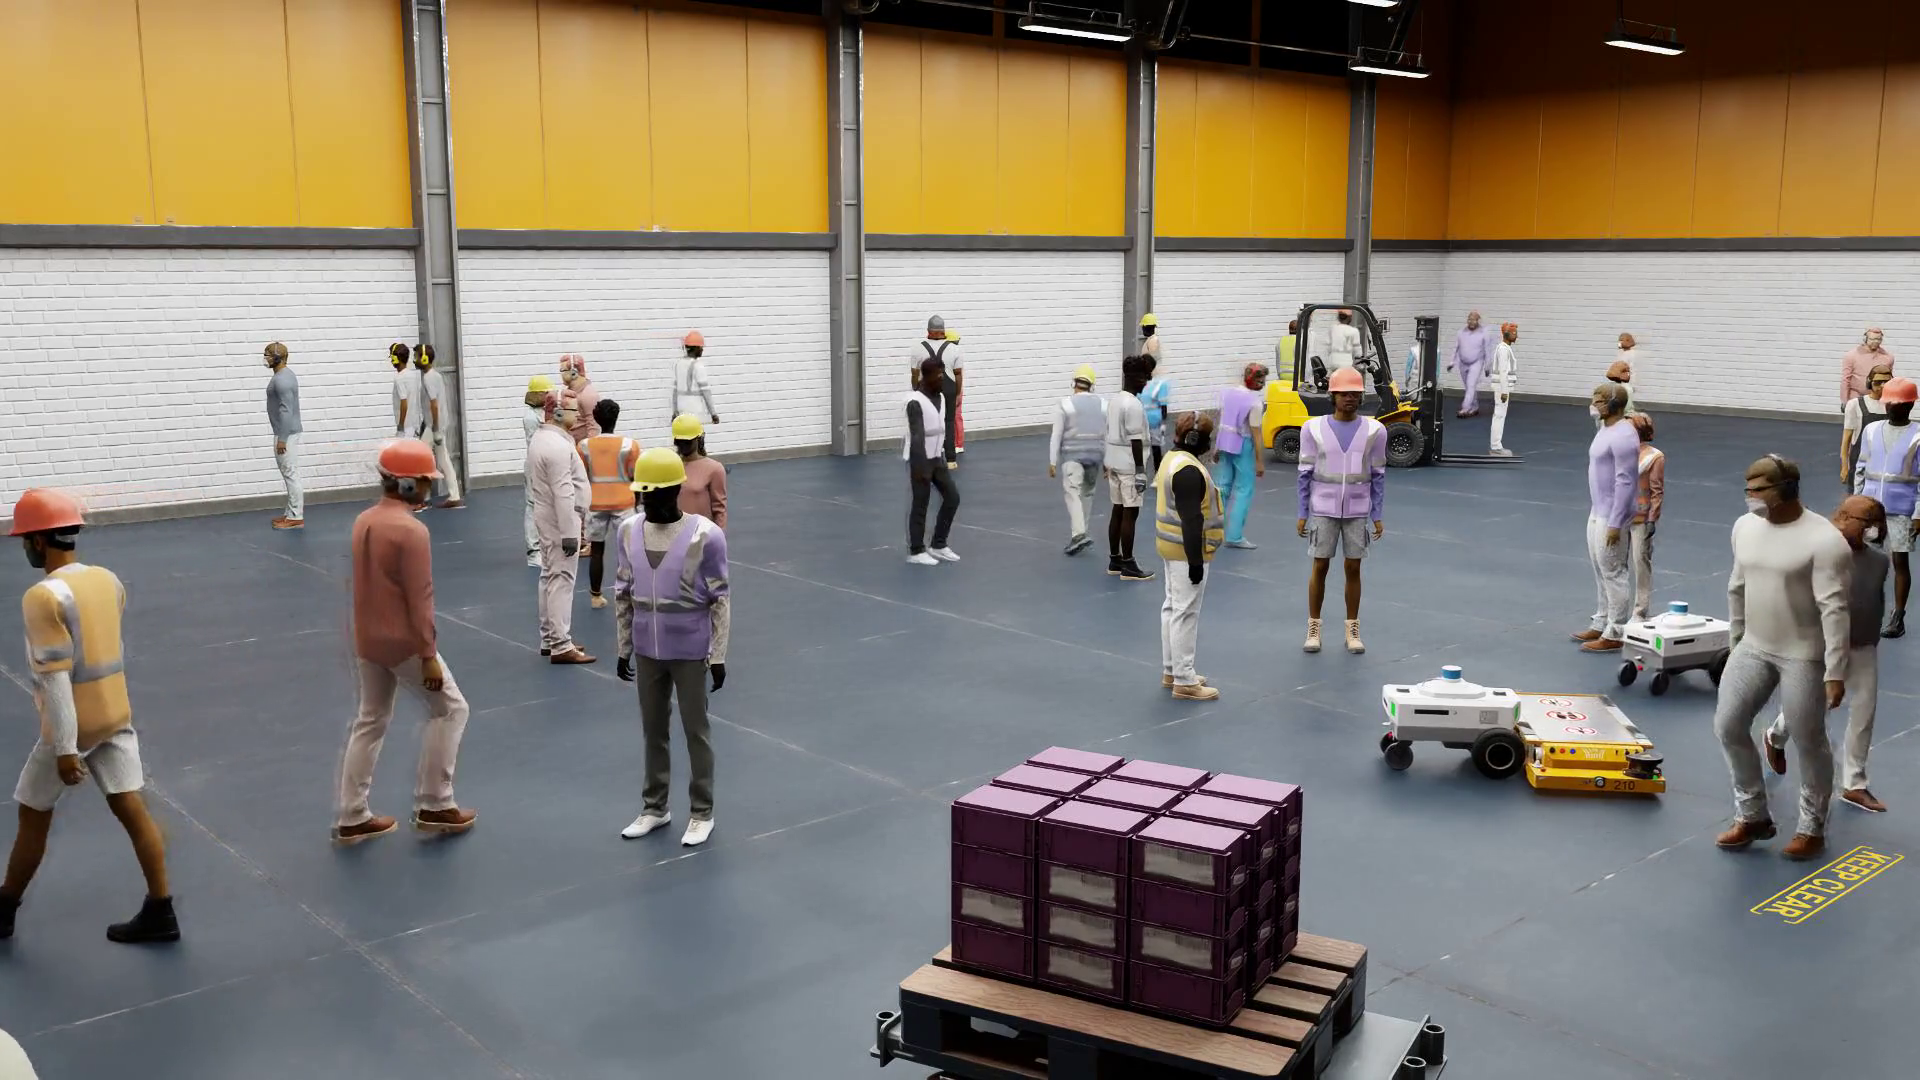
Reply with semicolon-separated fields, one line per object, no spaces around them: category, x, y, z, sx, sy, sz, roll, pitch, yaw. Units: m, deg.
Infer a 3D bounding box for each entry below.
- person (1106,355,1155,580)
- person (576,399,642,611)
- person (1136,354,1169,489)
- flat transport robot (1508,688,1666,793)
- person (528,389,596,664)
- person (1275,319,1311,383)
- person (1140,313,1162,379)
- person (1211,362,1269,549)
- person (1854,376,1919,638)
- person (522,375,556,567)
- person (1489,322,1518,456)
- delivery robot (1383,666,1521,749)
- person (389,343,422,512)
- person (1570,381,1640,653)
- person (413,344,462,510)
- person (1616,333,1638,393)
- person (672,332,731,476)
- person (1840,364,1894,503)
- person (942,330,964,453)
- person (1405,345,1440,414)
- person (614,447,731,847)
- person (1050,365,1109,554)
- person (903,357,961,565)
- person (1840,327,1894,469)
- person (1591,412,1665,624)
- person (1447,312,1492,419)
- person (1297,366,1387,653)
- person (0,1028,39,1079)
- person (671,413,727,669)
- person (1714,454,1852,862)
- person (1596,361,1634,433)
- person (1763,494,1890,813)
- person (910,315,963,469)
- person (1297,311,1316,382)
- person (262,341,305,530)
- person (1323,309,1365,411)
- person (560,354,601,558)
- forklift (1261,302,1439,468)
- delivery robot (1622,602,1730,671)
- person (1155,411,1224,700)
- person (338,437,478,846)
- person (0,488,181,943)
person;1.485;-0.633;14.530;0.379;1.959;0.604;-3;10;-16
person;-2.772;-0.268;13.171;0.533;1.700;0.325;1;10;5
person;2.233;-1.397;19.908;0.544;1.647;0.861;5;11;25
flat transport robot;3.422;1.099;9.324;0.652;0.197;1.431;1;10;8
person;-2.756;-0.098;11.561;0.402;1.904;0.651;-4;11;-25
person;5.177;-2.488;25.750;0.429;1.840;0.624;-8;12;-39
person;2.950;-2.551;25.848;0.360;1.930;0.587;1;10;5
person;2.652;-0.821;16.097;0.401;1.809;0.742;-5;11;-27
person;6.887;-0.246;12.331;0.356;1.938;0.544;-7;12;-36
person;-3.807;-0.634;15.166;0.310;1.744;0.486;1;10;5
person;7.675;-2.124;23.480;0.337;1.881;0.585;3;10;17
delivery robot;2.700;0.937;9.167;0.707;0.478;0.477;1;10;8
person;-6.098;-1.231;18.308;0.314;1.864;0.532;0;10;1
person;4.623;-0.163;11.839;0.354;1.937;0.635;2;10;9
person;-5.941;-1.239;18.452;0.791;1.833;0.509;-1;10;-3
person;10.329;-2.427;26.026;0.449;1.620;0.538;-1;10;-8
person;-3.194;-1.587;20.308;0.988;1.885;0.550;-8;12;-39
person;8.243;-0.666;15.055;0.509;1.844;0.329;1;10;5
person;-0.119;-2.116;23.780;0.311;1.768;0.522;-4;11;-23
person;7.560;-2.624;27.204;0.523;1.614;0.657;3;10;17
person;-1.390;0.509;7.944;0.594;1.922;0.385;4;10;20
person;1.189;-0.777;15.935;0.618;1.785;0.870;-3;10;-16
person;-0.235;-0.705;15.126;0.581;1.899;0.610;6;11;29
person;11.763;-1.805;21.567;0.668;1.904;0.400;1;10;7
person;5.120;-0.159;12.689;0.307;1.641;0.514;-5;11;-28
person;8.918;-3.049;29.018;0.645;1.852;1.031;9;13;44
person;2.698;-0.210;11.797;0.614;2.047;0.361;1;10;7
person;-1.591;1.397;2.687;0.676;1.950;0.460;7;12;34
person;-1.849;0.005;11.378;0.522;1.763;0.319;2;10;13
person;3.833;0.561;7.726;0.628;1.904;0.750;-5;11;-26
person;7.463;-1.226;18.955;0.269;1.631;0.509;-5;11;-25
person;4.545;0.543;8.658;0.520;1.608;0.744;-2;10;-12
person;-0.307;-1.958;22.048;0.688;2.000;0.538;0;10;1
person;5.836;-2.993;28.578;0.498;1.875;0.616;-3;10;-18
person;-6.996;-1.080;17.205;0.369;1.939;0.631;-4;10;-21
person;6.481;-2.944;27.966;1.056;1.984;0.618;-8;12;-39
person;-3.586;-0.789;15.613;0.399;1.903;0.642;-6;11;-32
forklift;5.320;-2.157;22.763;2.313;2.155;1.214;3;10;16
delivery robot;4.687;0.647;10.868;0.707;0.478;0.477;-4;11;-24
person;1.469;0.090;10.652;0.429;1.841;0.625;-1;10;-3
person;-2.646;0.489;7.963;0.659;1.953;0.751;9;13;42
person;-3.674;0.732;6.763;0.981;1.881;0.556;1;10;8
